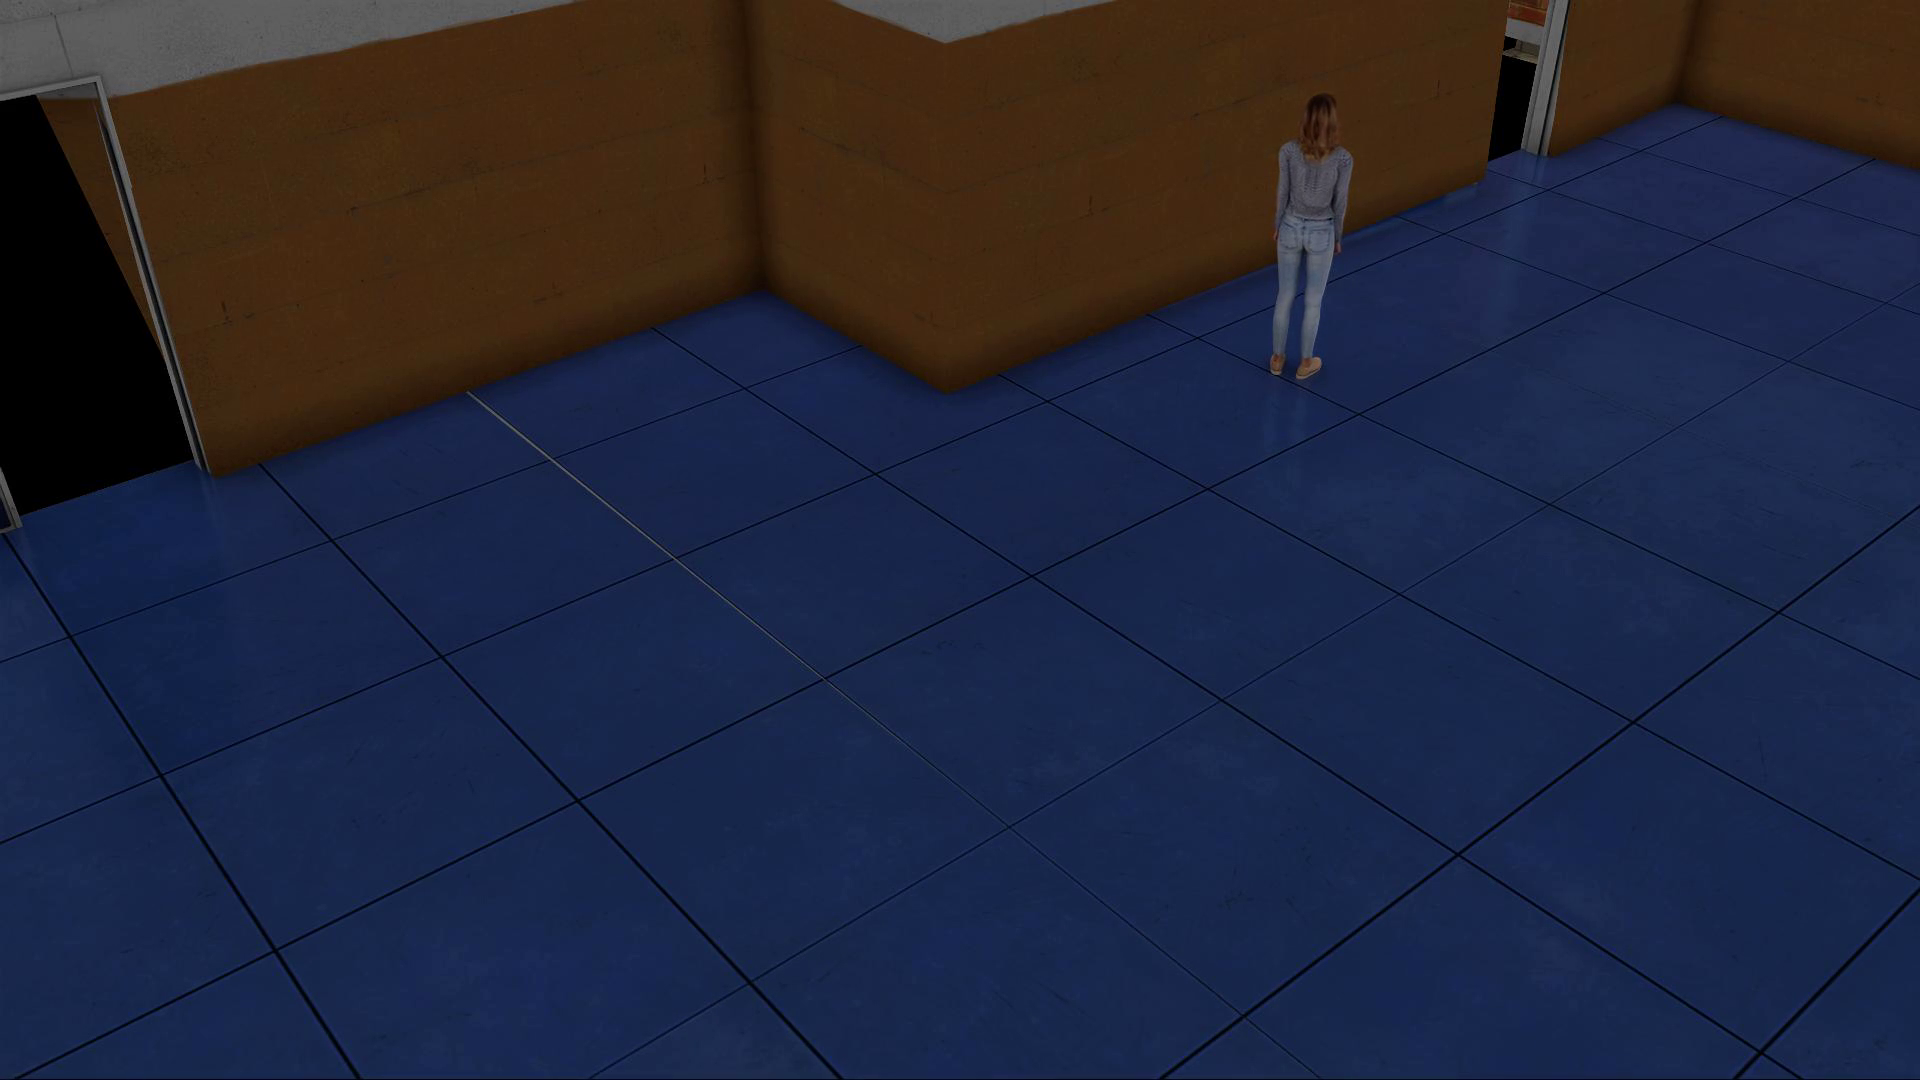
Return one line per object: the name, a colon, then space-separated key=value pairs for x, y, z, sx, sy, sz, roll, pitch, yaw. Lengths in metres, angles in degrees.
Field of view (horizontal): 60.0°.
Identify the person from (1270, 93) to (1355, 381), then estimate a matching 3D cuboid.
person: x=2.097 y=-1.824 z=10.053 sx=0.599 sy=1.796 sz=0.723 roll=13 pitch=36 yaw=19
